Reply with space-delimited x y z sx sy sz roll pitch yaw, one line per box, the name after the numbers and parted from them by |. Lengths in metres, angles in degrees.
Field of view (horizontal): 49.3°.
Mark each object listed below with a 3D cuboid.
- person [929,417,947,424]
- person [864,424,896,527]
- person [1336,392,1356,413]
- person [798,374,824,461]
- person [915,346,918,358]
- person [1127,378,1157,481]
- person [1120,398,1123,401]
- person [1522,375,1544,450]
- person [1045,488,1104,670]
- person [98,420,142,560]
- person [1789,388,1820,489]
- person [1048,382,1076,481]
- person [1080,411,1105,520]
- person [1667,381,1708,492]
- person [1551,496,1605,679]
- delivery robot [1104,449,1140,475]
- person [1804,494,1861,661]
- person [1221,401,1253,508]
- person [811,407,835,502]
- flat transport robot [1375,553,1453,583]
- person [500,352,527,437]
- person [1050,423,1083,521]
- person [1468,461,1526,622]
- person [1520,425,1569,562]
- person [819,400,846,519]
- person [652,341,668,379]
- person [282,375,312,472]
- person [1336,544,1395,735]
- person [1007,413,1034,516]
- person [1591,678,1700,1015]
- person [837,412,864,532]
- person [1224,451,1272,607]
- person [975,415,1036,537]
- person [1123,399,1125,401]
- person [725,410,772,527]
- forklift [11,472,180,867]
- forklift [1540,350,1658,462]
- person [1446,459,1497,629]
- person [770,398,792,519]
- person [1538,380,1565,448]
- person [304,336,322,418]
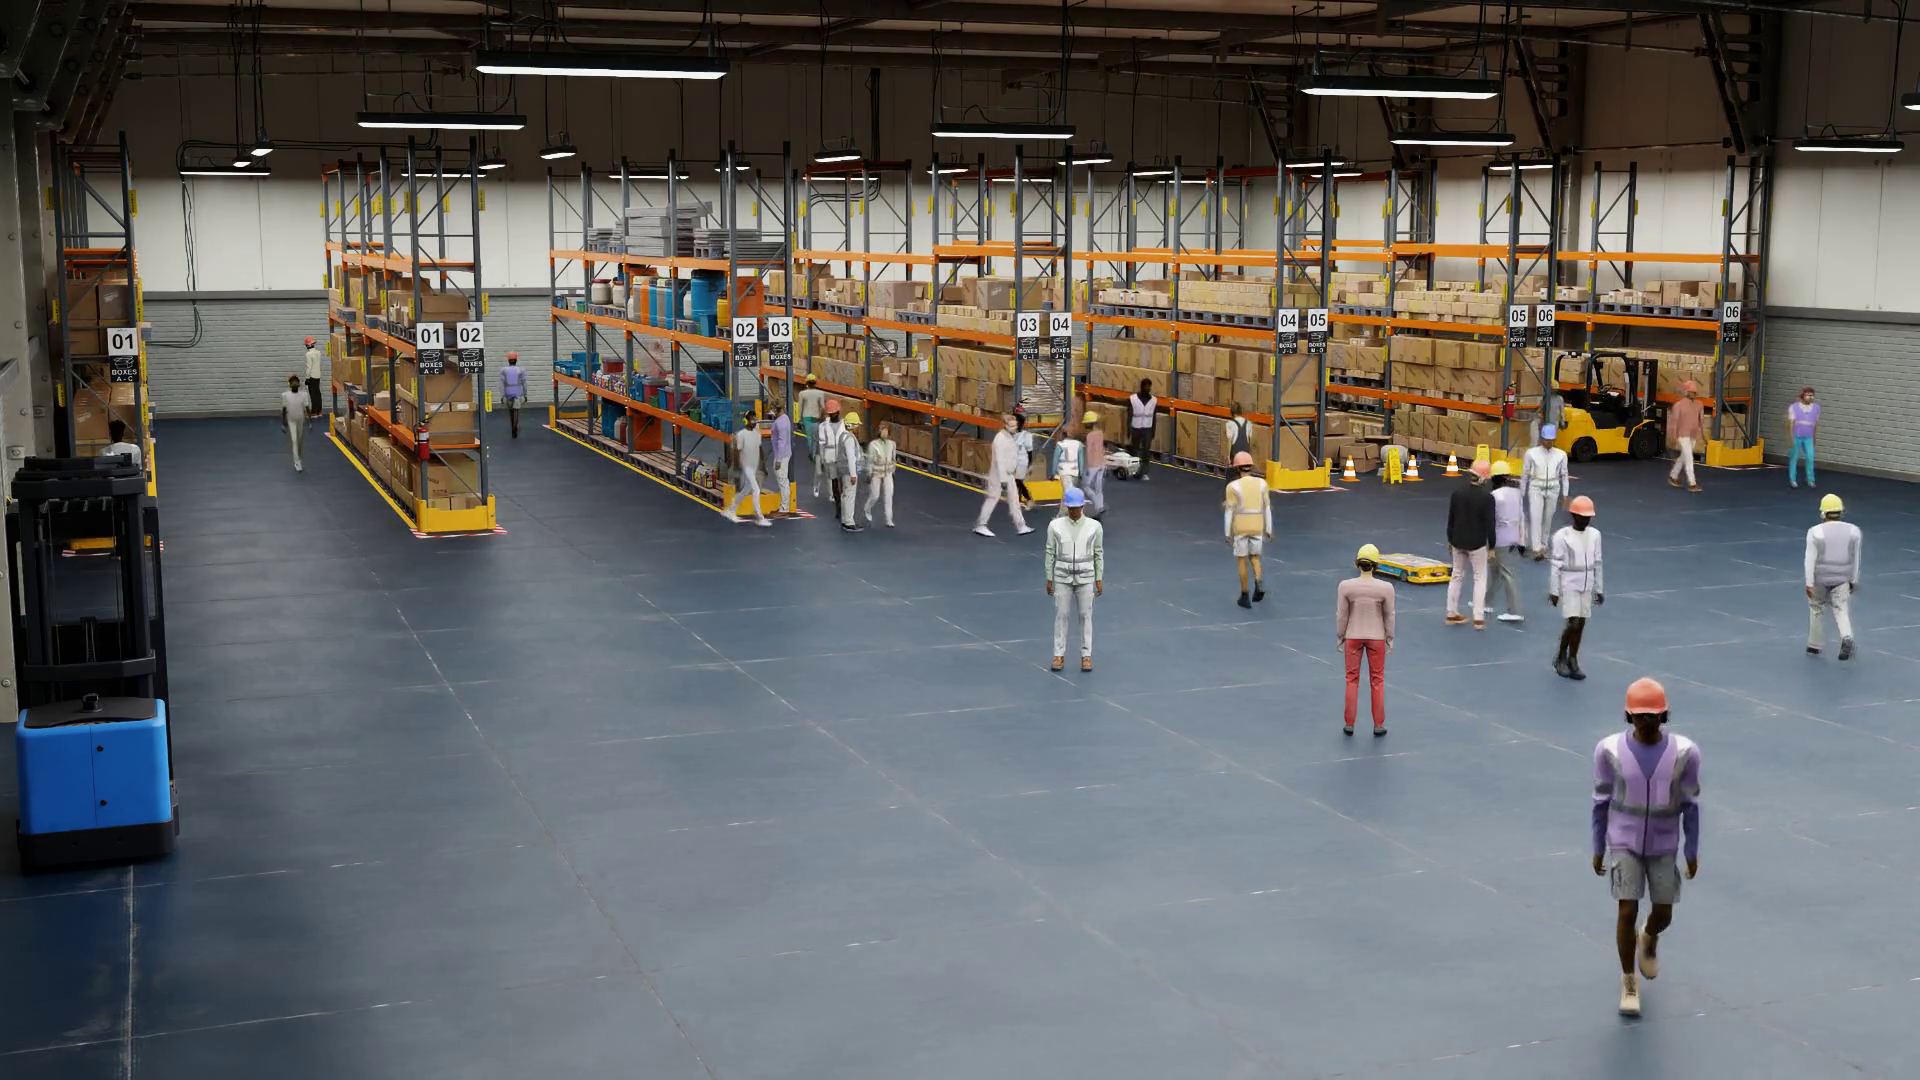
-0.529 -3.714 49.612 0.629 1.939 0.371 -4 9 -23 | person
-1.263 -1.034 32.819 0.527 1.609 0.667 -5 10 -29 | person
8.906 -3.532 48.477 0.550 1.919 0.539 -4 9 -23 | person
-2.983 -2.470 41.996 0.530 1.731 0.852 -3 9 -17 | person
-1.205 -3.845 50.994 0.627 1.791 0.439 3 9 17 | person
3.355 -2.075 38.886 0.599 1.878 0.742 -2 9 -12 | person
4.002 -3.636 50.149 0.504 1.622 0.379 -7 11 -39 | person
11.295 -2.388 41.132 0.626 1.829 0.635 -3 9 -19 | person
1.206 0.407 22.108 0.618 1.944 0.401 1 9 6 | person
-11.824 -0.715 29.518 0.369 1.965 0.609 8 12 43 | person
15.024 -1.797 37.240 0.570 1.806 0.857 0 9 2 | person
1.892 -2.047 38.721 0.393 1.881 0.901 5 10 29 | person
2.121 -1.178 33.309 0.363 1.745 0.556 6 10 35 | person
12.962 -1.876 37.341 0.623 1.952 1.005 -3 9 -21 | person
6.396 0.494 21.635 0.542 1.922 0.422 -4 9 -22 | person
3.007 -1.455 38.971 0.477 0.478 0.707 -7 11 -40 | delivery robot
9.391 0.408 22.548 0.598 1.814 0.747 0 9 3 | person
4.650 -1.380 34.569 0.552 1.808 0.933 -3 9 -21 | person
-2.316 -1.483 35.823 0.506 1.608 0.694 -2 9 -15 | person
6.029 0.366 28.083 0.652 0.197 1.431 -4 9 -23 | flat transport robot
-9.957 -3.255 46.742 0.562 1.887 0.993 0 9 -2 | person
1.717 -1.029 32.827 0.516 1.603 0.850 -7 11 -40 | person
6.386 0.004 25.004 0.605 1.886 0.914 -8 12 -44 | person
8.184 -0.644 29.255 0.645 1.896 0.983 0 9 3 | person
-1.985 -1.278 33.456 0.551 1.898 0.787 0 9 3 | person
-7.337 -3.984 51.672 0.980 1.851 0.674 -1 9 -9 | person
-12.773 -2.266 40.315 0.530 1.836 0.941 -4 10 -27 | person
3.740 0.914 19.327 0.533 1.767 0.327 2 9 14 | person
0.996 -1.249 34.114 0.558 1.694 0.660 8 12 44 | person
4.101 1.799 12.570 0.622 2.022 0.635 2 9 15 | person
-1.676 -1.055 32.239 0.404 1.828 0.599 -2 9 -13 | person
3.543 -0.139 25.840 0.592 1.913 0.493 -2 9 -14 | person
0.681 -0.959 31.537 0.997 1.855 0.672 3 9 21 | person
3.966 -3.597 49.210 0.907 1.818 0.492 6 10 35 | person
-3.357 -1.147 32.931 0.951 1.827 0.516 6 10 34 | person
-6.630 0.886 15.957 1.129 2.768 1.873 -3 9 -21 | forklift
12.897 -2.725 42.309 2.313 2.155 1.214 -3 9 -21 | forklift
5.996 0.036 24.502 0.445 1.979 0.677 -8 11 -42 | person
-2.889 -1.319 33.645 0.372 1.938 0.630 0 9 -3 | person
11.551 -2.291 40.945 0.492 1.695 0.899 -2 9 -10 | person
-15.875 -4.003 51.346 0.376 1.995 0.611 1 9 9 | person
